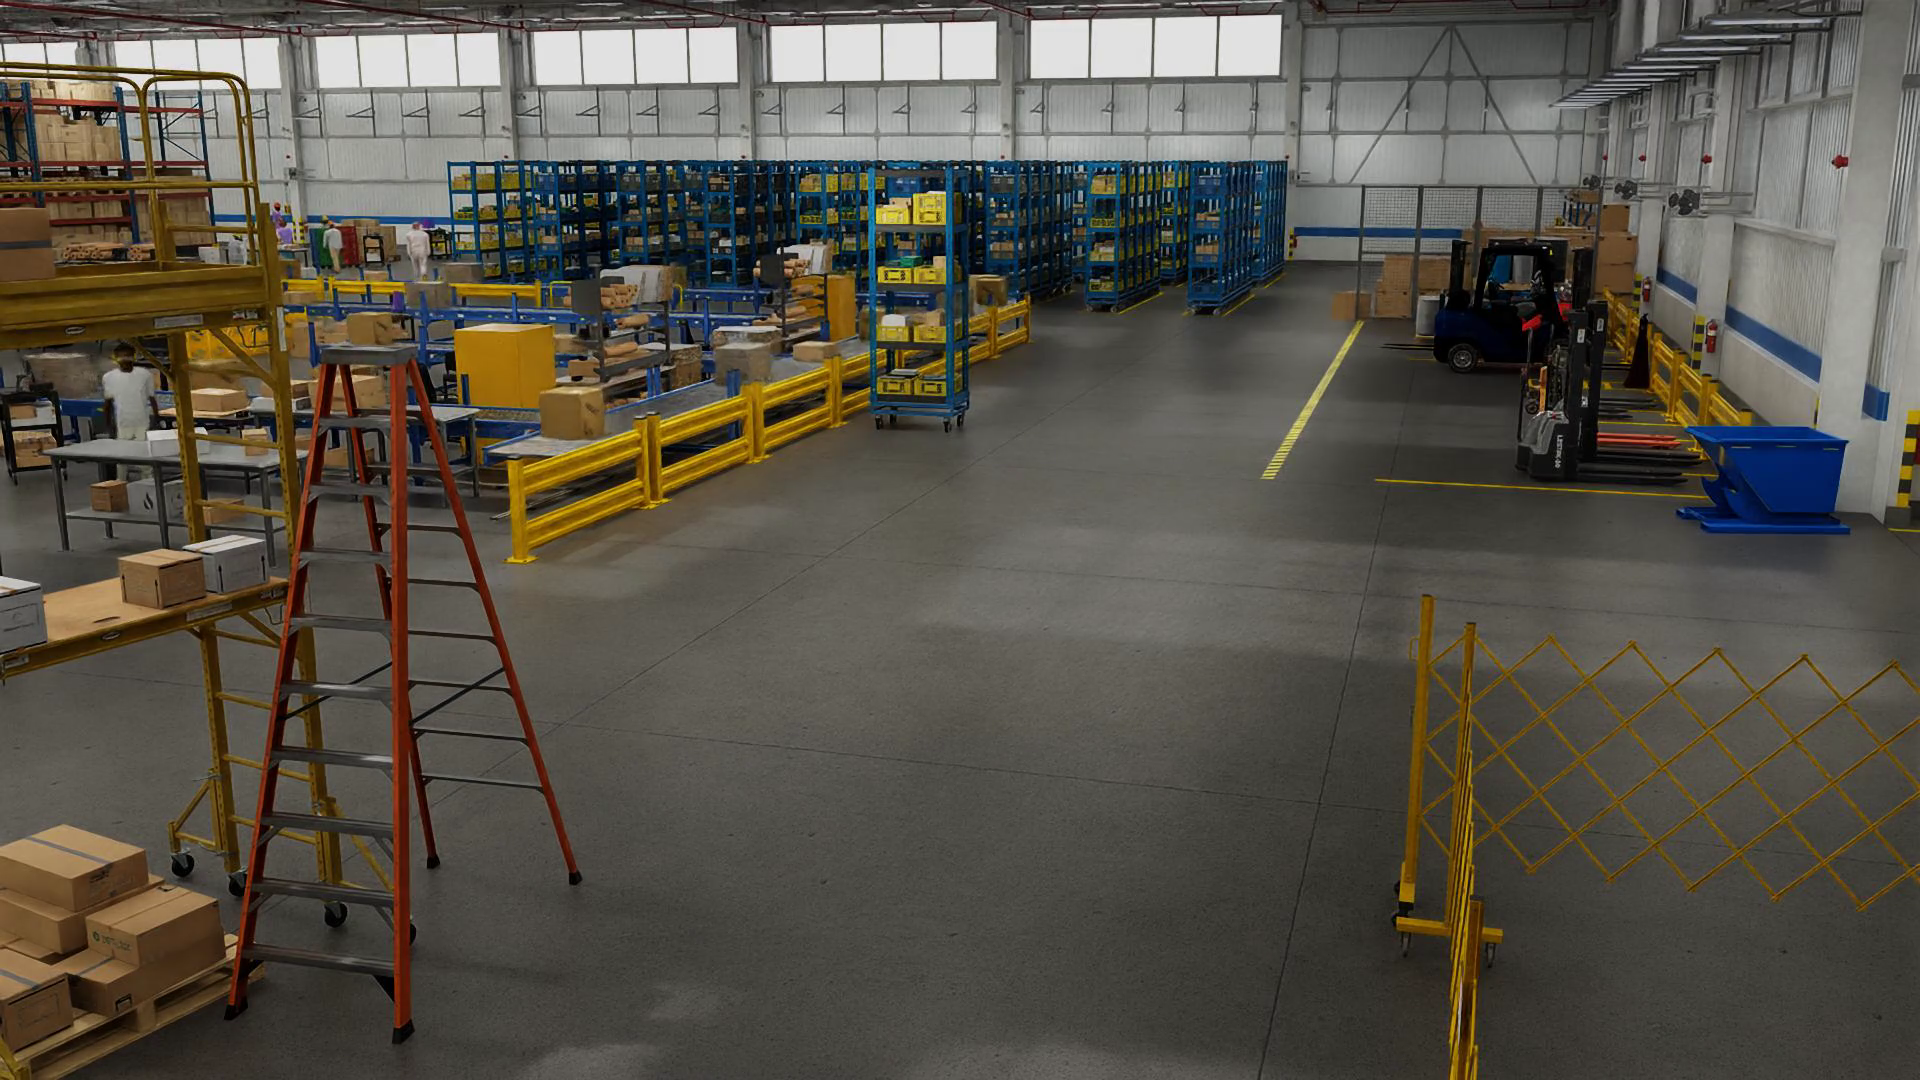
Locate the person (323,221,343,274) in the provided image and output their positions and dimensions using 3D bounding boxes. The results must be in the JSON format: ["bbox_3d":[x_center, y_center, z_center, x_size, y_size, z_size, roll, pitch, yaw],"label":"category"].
[{"bbox_3d":[-20.226,-9.442,53.647,0.923,1.692,0.559,11,17,39],"label":"person"}]

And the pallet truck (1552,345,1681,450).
[{"bbox_3d":[8.641,-1.896,21.908,1.630,1.274,0.653,4,14,16],"label":"pallet truck"}]

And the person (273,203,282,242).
[{"bbox_3d":[-26.819,-12.313,65.521,0.552,1.933,0.372,13,18,43],"label":"person"}]

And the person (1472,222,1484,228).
[{"bbox_3d":[14.268,-7.835,46.051,0.381,1.994,0.617,6,14,23],"label":"person"}]

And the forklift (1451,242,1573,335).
[{"bbox_3d":[10.464,-4.597,31.405,2.680,1.987,1.157,4,14,16],"label":"forklift"}]

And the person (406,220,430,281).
[{"bbox_3d":[-15.909,-8.434,48.879,0.659,1.887,0.610,-5,14,-21],"label":"person"}]

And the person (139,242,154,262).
[{"bbox_3d":[-17.683,-5.545,36.332,0.878,1.923,0.616,4,14,17],"label":"person"}]

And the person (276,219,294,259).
[{"bbox_3d":[-20.706,-8.929,51.097,0.395,1.847,0.564,8,15,30],"label":"person"}]

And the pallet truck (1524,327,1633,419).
[{"bbox_3d":[9.065,-2.460,24.370,1.522,1.261,0.704,3,13,14],"label":"pallet truck"}]

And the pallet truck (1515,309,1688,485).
[{"bbox_3d":[7.554,-1.677,19.446,1.885,1.965,0.823,3,13,14],"label":"pallet truck"}]

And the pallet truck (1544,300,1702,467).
[{"bbox_3d":[8.263,-1.952,20.631,1.885,1.965,0.823,5,14,20],"label":"pallet truck"}]

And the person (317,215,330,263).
[{"bbox_3d":[-22.210,-10.459,58.011,0.759,1.716,0.493,3,13,15],"label":"person"}]

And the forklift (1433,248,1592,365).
[{"bbox_3d":[9.780,-4.111,29.280,2.680,1.987,1.157,3,13,14],"label":"forklift"}]

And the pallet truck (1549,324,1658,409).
[{"bbox_3d":[9.824,-2.669,25.407,1.601,1.201,0.680,4,14,16],"label":"pallet truck"}]

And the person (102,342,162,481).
[{"bbox_3d":[-8.838,-1.197,17.746,0.582,1.842,0.514,-6,15,-26],"label":"person"}]

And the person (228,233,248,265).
[{"bbox_3d":[-19.200,-7.366,44.373,0.586,1.835,0.403,6,14,25],"label":"person"}]
